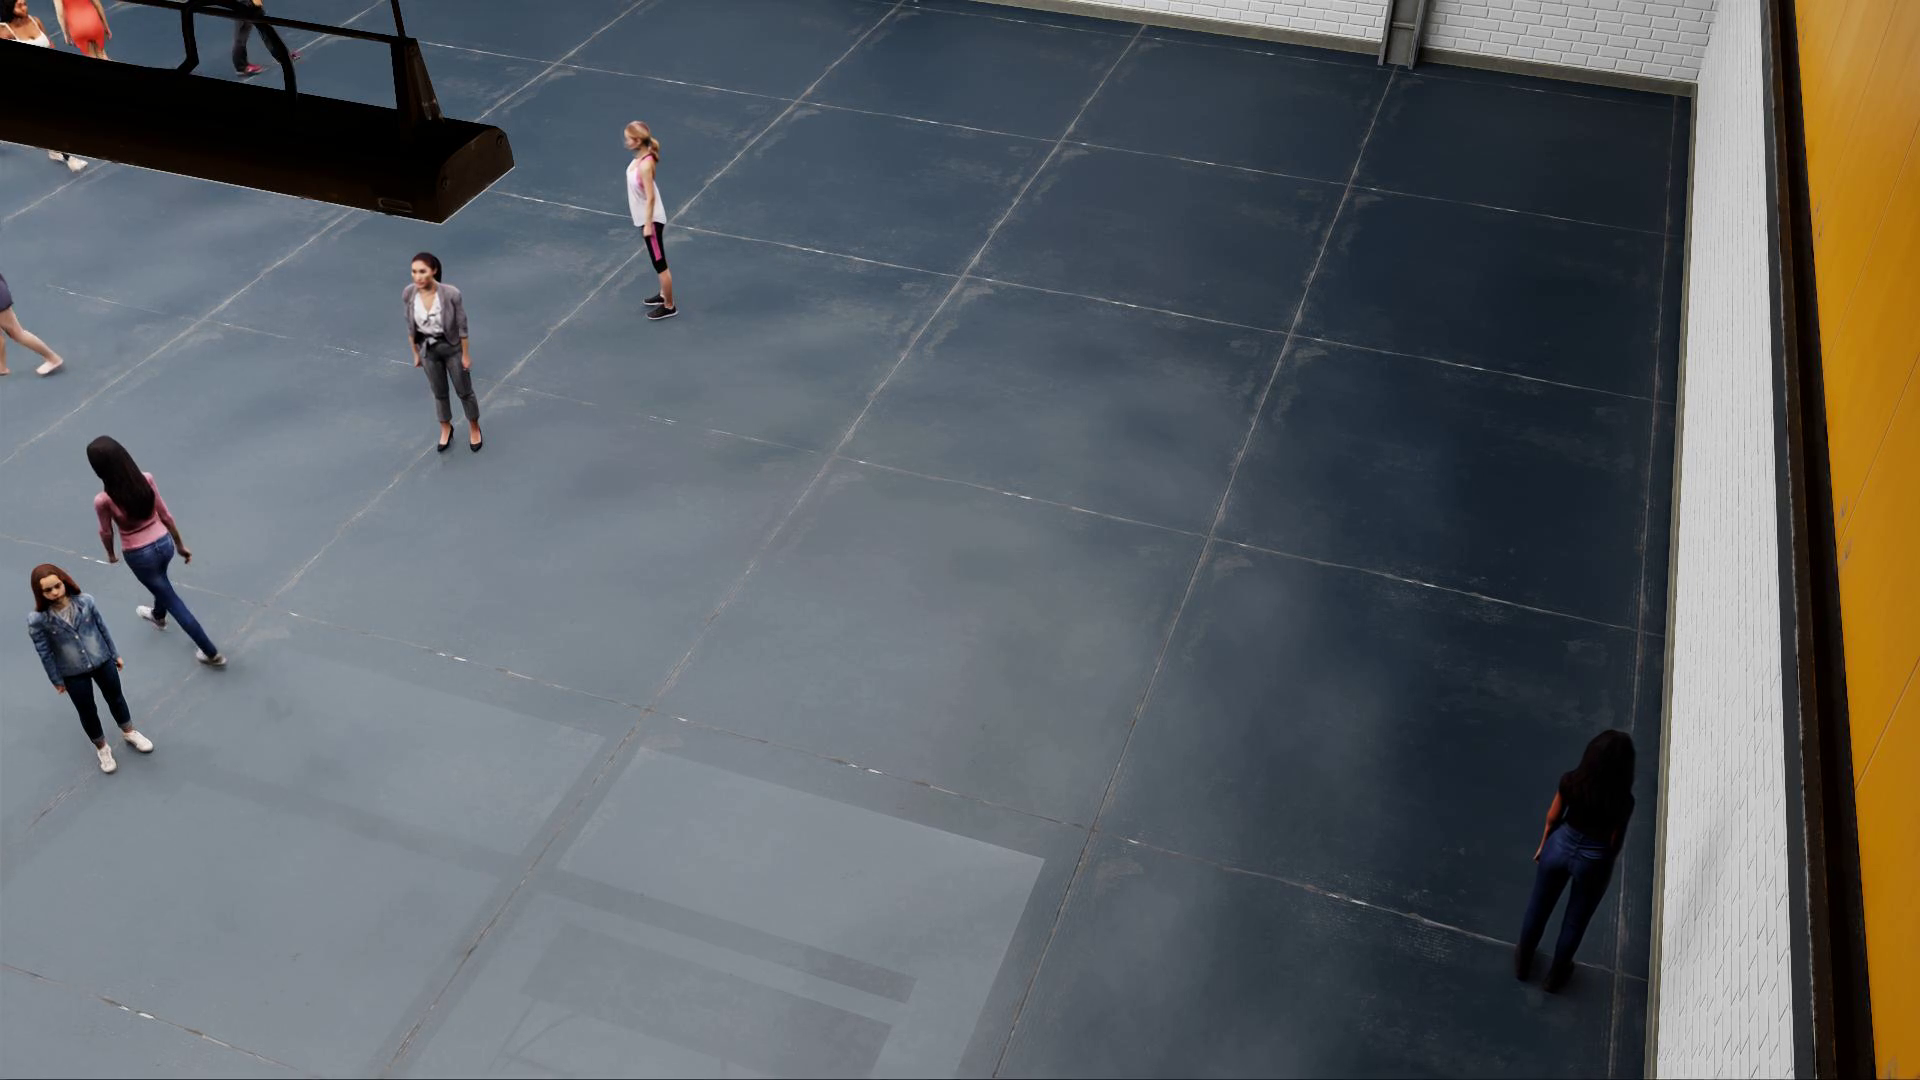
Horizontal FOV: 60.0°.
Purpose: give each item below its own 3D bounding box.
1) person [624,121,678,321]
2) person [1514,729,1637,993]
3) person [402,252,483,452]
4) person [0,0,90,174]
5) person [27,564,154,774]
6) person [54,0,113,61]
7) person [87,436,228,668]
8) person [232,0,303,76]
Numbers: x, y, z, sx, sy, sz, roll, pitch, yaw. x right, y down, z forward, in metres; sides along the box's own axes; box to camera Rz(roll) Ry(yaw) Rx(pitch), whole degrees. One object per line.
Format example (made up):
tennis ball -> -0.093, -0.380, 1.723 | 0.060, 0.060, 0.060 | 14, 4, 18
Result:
person -> -2.609, -2.722, 14.110 | 0.690, 1.788, 0.682 | -7, 39, -9
person -> 3.199, 1.684, 8.640 | 0.558, 1.729, 0.658 | 23, 44, 26
person -> -3.905, -1.422, 12.570 | 0.631, 1.679, 0.749 | 1, 39, 2
person -> -9.145, -4.538, 16.386 | 0.953, 1.786, 0.713 | 18, 42, 21
person -> -5.274, 0.746, 10.017 | 0.624, 1.477, 0.628 | 30, 48, 32
person -> -9.136, -5.338, 17.446 | 0.706, 1.713, 0.717 | -30, 47, -32
person -> -5.113, 0.134, 10.604 | 1.135, 1.700, 0.687 | 20, 43, 23
person -> -7.939, -5.936, 18.144 | 1.072, 1.776, 1.017 | -17, 41, -20
